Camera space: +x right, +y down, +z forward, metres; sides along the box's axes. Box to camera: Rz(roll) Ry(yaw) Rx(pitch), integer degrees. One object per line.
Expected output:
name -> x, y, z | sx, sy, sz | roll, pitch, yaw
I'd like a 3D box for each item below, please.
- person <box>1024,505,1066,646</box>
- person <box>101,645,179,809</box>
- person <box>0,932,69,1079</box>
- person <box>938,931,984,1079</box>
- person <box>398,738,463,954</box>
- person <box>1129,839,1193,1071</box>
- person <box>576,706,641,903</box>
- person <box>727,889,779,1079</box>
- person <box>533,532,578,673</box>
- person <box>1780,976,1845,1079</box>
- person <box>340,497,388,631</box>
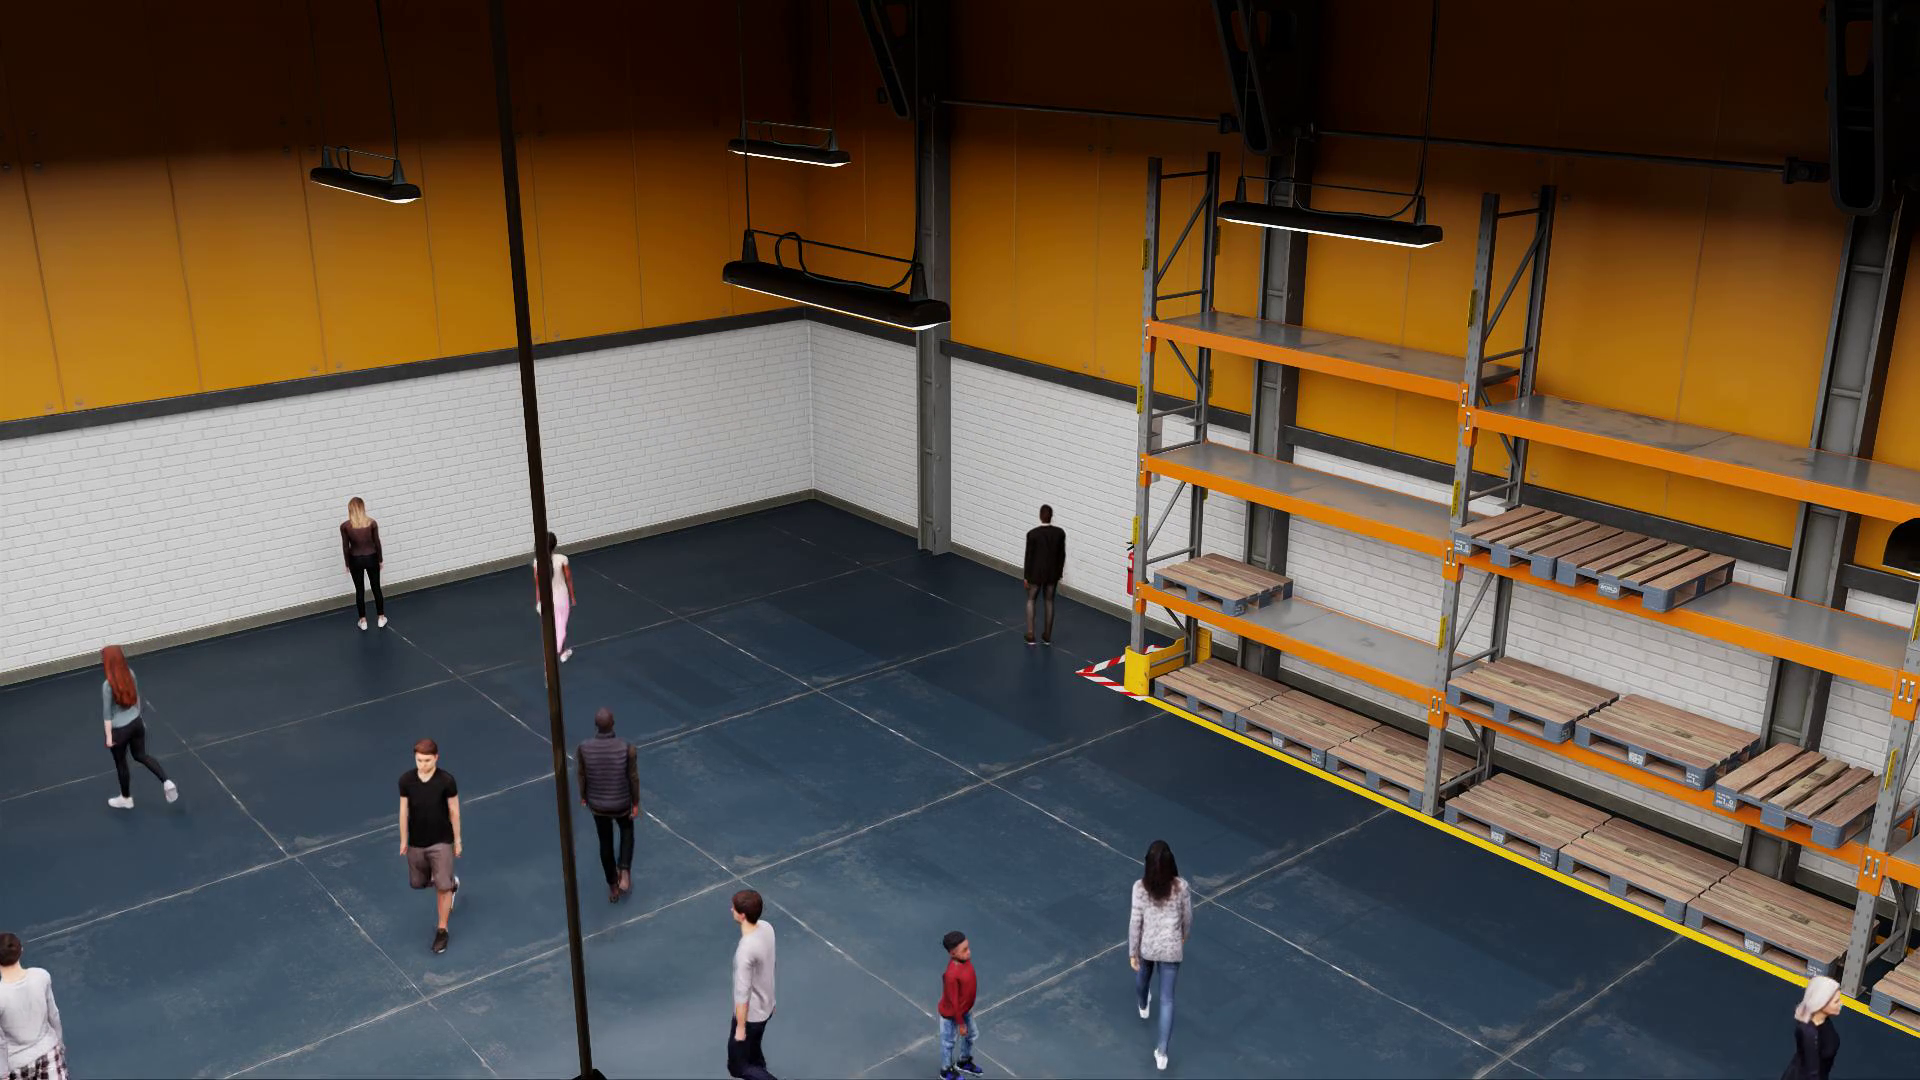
person -> 1.044, 0.445, 20.130 | 0.792, 1.797, 0.805 | -3, 19, -10
person -> -8.008, 1.843, 16.090 | 1.101, 1.725, 0.934 | 6, 19, 16
person -> -6.141, 3.492, 11.069 | 1.195, 1.805, 0.786 | 15, 24, 37
person -> -0.084, 3.414, 12.178 | 0.614, 1.246, 0.583 | 9, 20, 24
person -> -4.414, 2.487, 13.985 | 1.051, 1.849, 1.117 | 1, 19, 3
person -> 1.487, 3.103, 12.414 | 1.133, 1.684, 1.180 | 2, 19, 6
person -> -3.064, 2.332, 14.487 | 0.827, 1.823, 0.857 | -1, 19, -3
person -> -1.364, 3.295, 11.621 | 0.995, 1.826, 0.922 | 4, 19, 11
person -> -4.718, 0.768, 19.315 | 1.110, 1.705, 1.136 | 3, 19, 8
person -> 5.419, 3.607, 10.894 | 1.214, 1.700, 0.813 | 13, 22, 33
person -> -7.442, 0.281, 20.762 | 0.664, 1.704, 0.622 | -7, 20, -19
